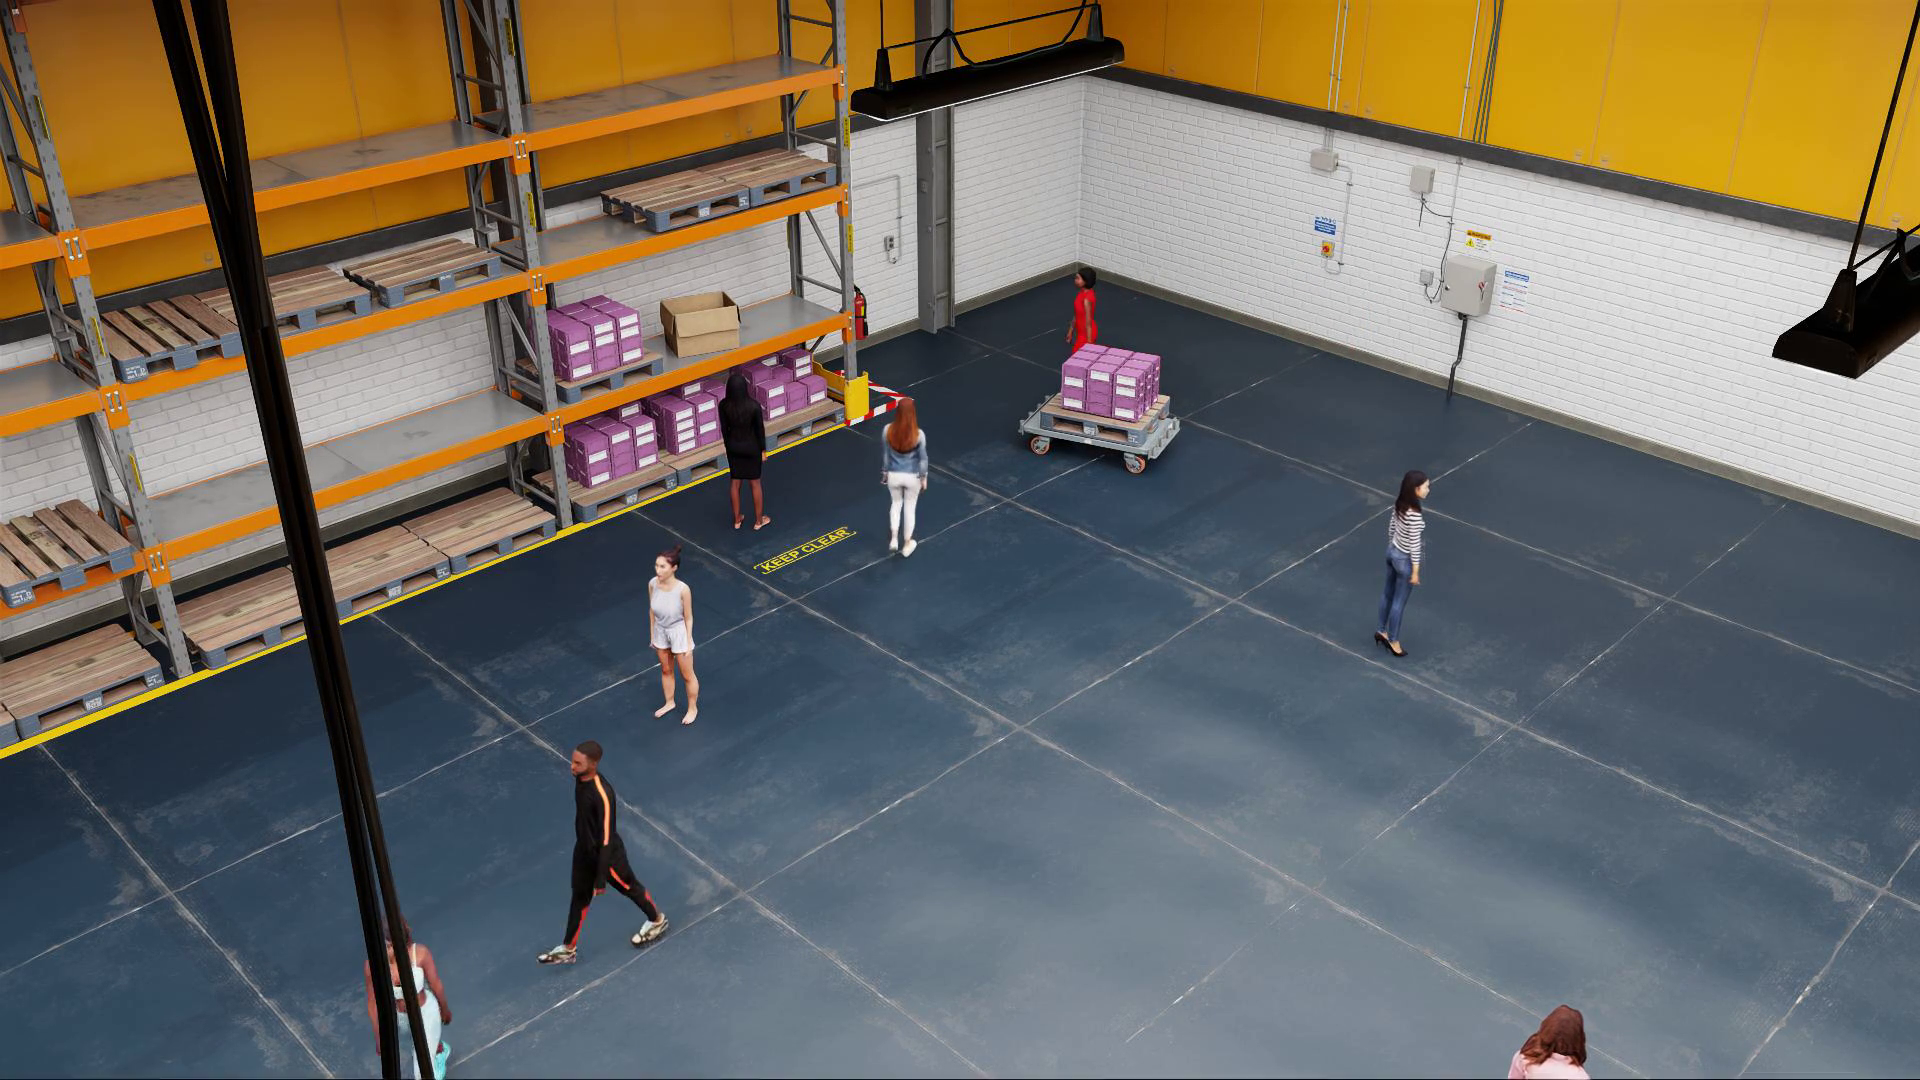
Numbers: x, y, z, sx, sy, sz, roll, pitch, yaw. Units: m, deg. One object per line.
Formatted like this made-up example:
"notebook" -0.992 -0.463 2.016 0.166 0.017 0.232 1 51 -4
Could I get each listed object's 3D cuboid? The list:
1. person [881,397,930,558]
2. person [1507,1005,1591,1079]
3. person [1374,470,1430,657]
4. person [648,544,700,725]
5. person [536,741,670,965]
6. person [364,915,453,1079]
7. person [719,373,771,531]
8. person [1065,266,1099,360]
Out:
"person" -0.579 -0.573 16.374 0.771 1.695 0.816 8 30 14
"person" 3.164 3.299 9.168 0.660 1.799 0.618 14 32 24
"person" 3.938 0.206 14.844 0.671 1.794 0.658 -5 29 -10
"person" -2.407 0.791 13.969 0.639 1.604 0.658 12 31 21
"person" -2.362 2.112 11.382 1.204 1.763 0.751 -20 34 -32
"person" -3.302 2.862 10.107 1.167 1.666 1.166 -2 29 -3
"person" -2.206 -0.915 16.975 0.687 1.720 0.704 5 29 9
"person" 1.573 -2.384 19.663 0.990 1.725 0.917 -2 29 -4
